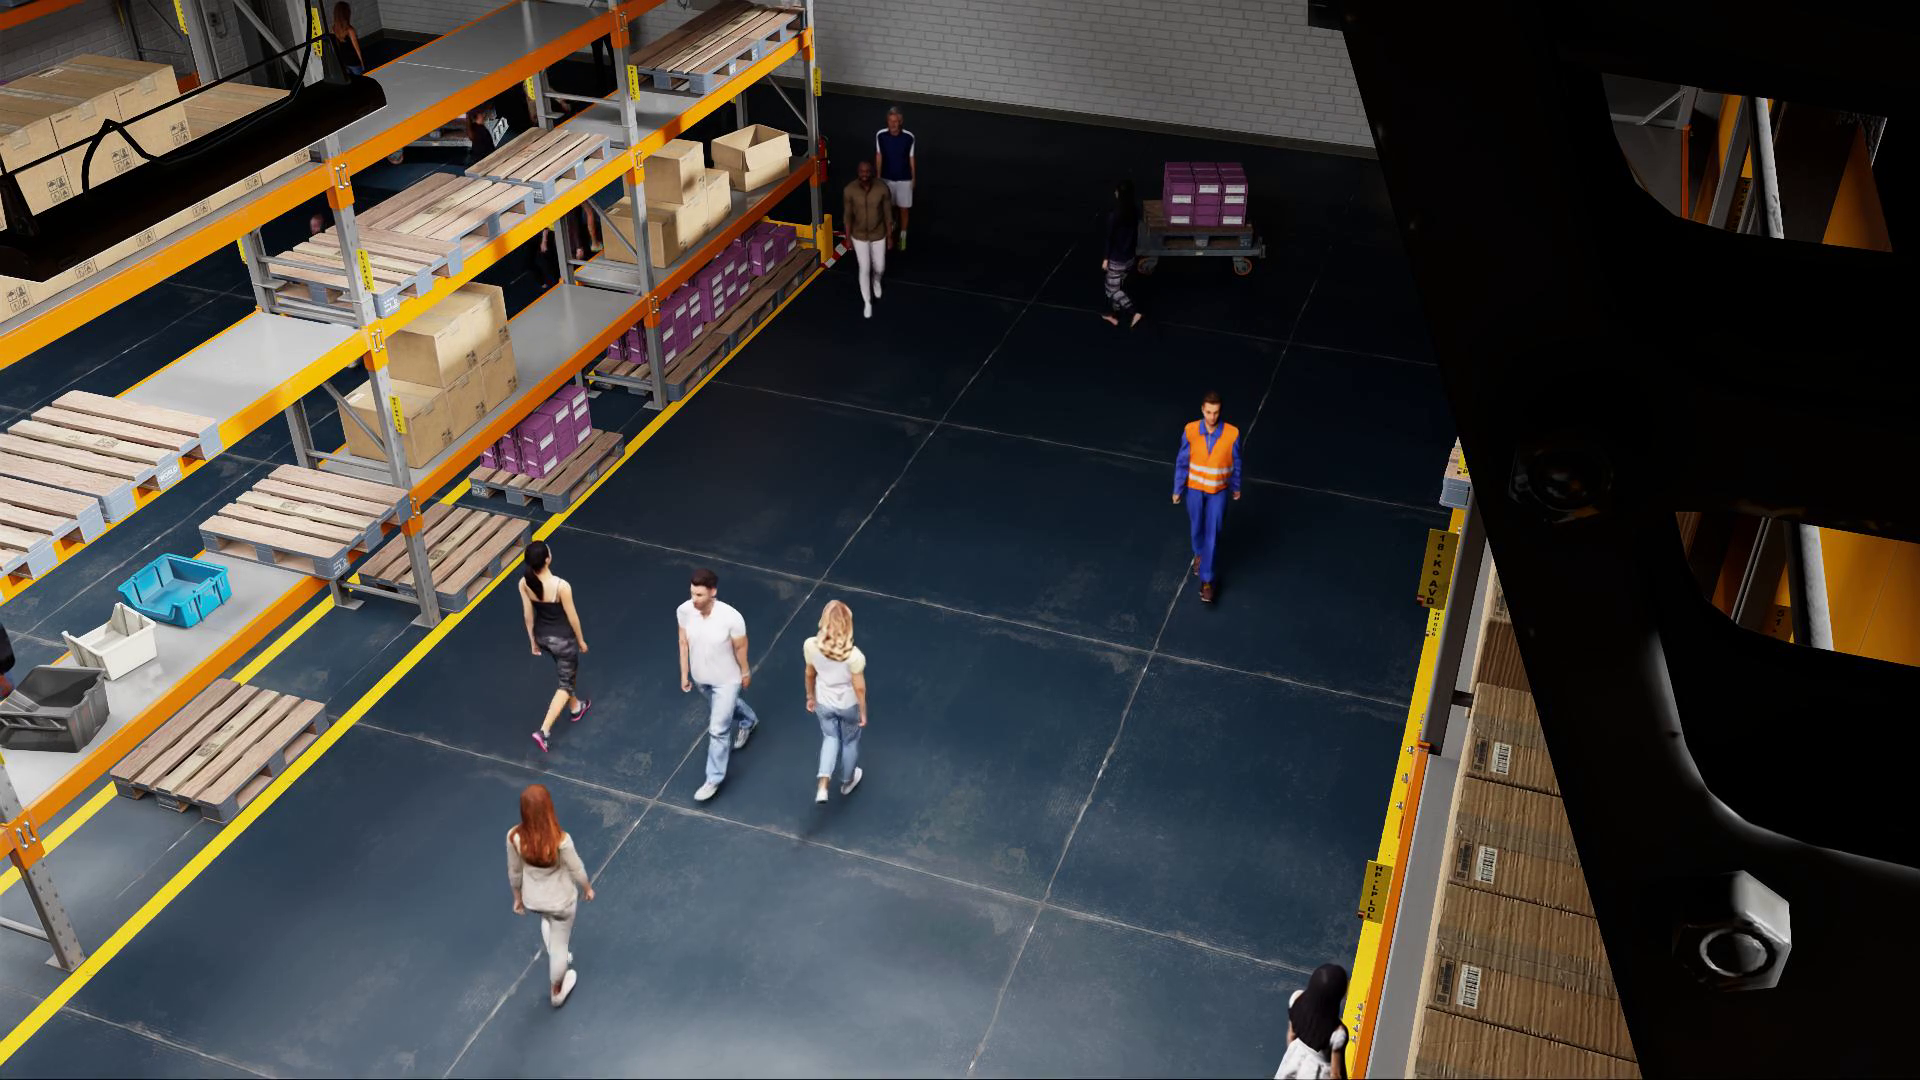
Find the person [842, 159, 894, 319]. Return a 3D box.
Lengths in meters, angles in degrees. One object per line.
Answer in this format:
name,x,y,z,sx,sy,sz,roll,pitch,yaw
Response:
person,-1.020,-3.437,18.660,0.897,1.809,0.963,-1,34,-2

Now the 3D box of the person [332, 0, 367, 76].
person,-8.730,-6.827,23.839,0.607,1.720,0.534,14,36,20

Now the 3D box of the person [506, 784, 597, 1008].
person,-2.550,2.249,10.207,0.642,1.696,0.679,7,34,10

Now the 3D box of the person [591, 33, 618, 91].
person,-5.424,-7.747,25.114,0.750,1.842,0.863,-23,40,-30

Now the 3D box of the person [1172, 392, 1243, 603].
person,2.113,-0.475,14.180,0.803,1.835,1.078,7,34,11

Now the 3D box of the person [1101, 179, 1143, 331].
person,1.813,-3.081,18.205,0.905,1.720,0.889,-27,42,-34

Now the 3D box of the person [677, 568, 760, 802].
person,-1.721,0.930,12.080,0.788,1.819,1.214,15,36,21

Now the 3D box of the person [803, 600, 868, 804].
person,-0.899,1.214,11.752,0.629,1.709,0.846,12,35,17

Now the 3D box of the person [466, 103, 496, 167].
person,-6.026,-4.683,20.783,0.675,1.533,0.879,22,39,29

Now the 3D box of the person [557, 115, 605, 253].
person,-4.680,-4.175,19.808,0.954,1.765,0.844,-28,43,-35

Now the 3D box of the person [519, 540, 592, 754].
person,-3.046,0.811,12.365,0.574,1.702,1.016,11,35,15

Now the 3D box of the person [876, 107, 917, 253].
person,-0.745,-4.409,20.111,0.737,1.821,0.810,3,34,5

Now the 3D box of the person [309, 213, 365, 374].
person,-6.473,-2.609,17.448,0.617,1.771,0.685,13,36,19

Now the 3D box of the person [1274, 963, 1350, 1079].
person,1.904,2.966,9.063,0.819,1.769,0.783,-21,39,-28
